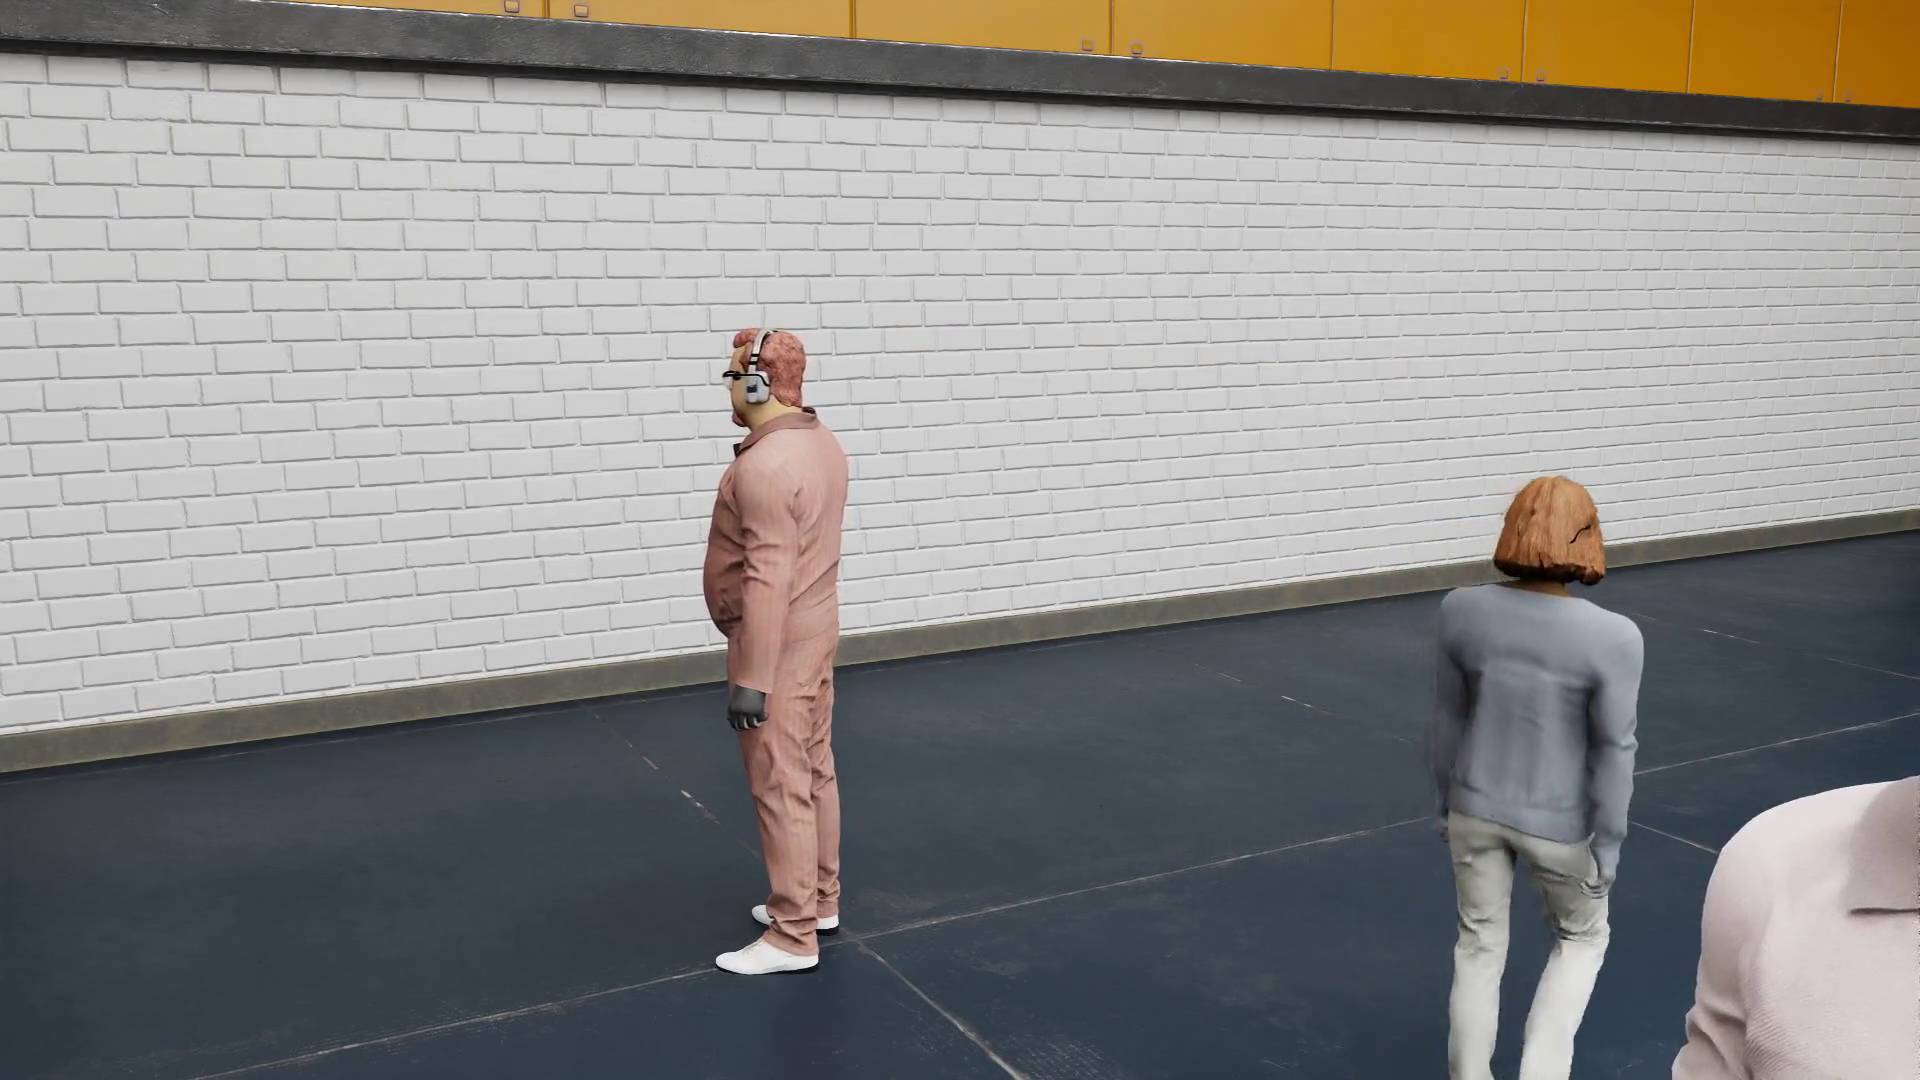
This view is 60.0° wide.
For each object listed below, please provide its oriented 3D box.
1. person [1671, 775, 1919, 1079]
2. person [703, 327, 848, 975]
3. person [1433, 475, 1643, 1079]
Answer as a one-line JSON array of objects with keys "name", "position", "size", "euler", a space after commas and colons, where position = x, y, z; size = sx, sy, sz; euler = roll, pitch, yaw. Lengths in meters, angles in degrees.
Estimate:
[{"name": "person", "position": [0.921, 0.923, 1.515], "size": [0.638, 1.911, 0.402], "euler": [9, 13, 43]}, {"name": "person", "position": [-0.555, 0.329, 4.938], "size": [0.404, 1.906, 0.652], "euler": [2, 10, 11]}, {"name": "person", "position": [1.327, 0.654, 3.896], "size": [0.507, 1.620, 0.366], "euler": [8, 13, 39]}]
